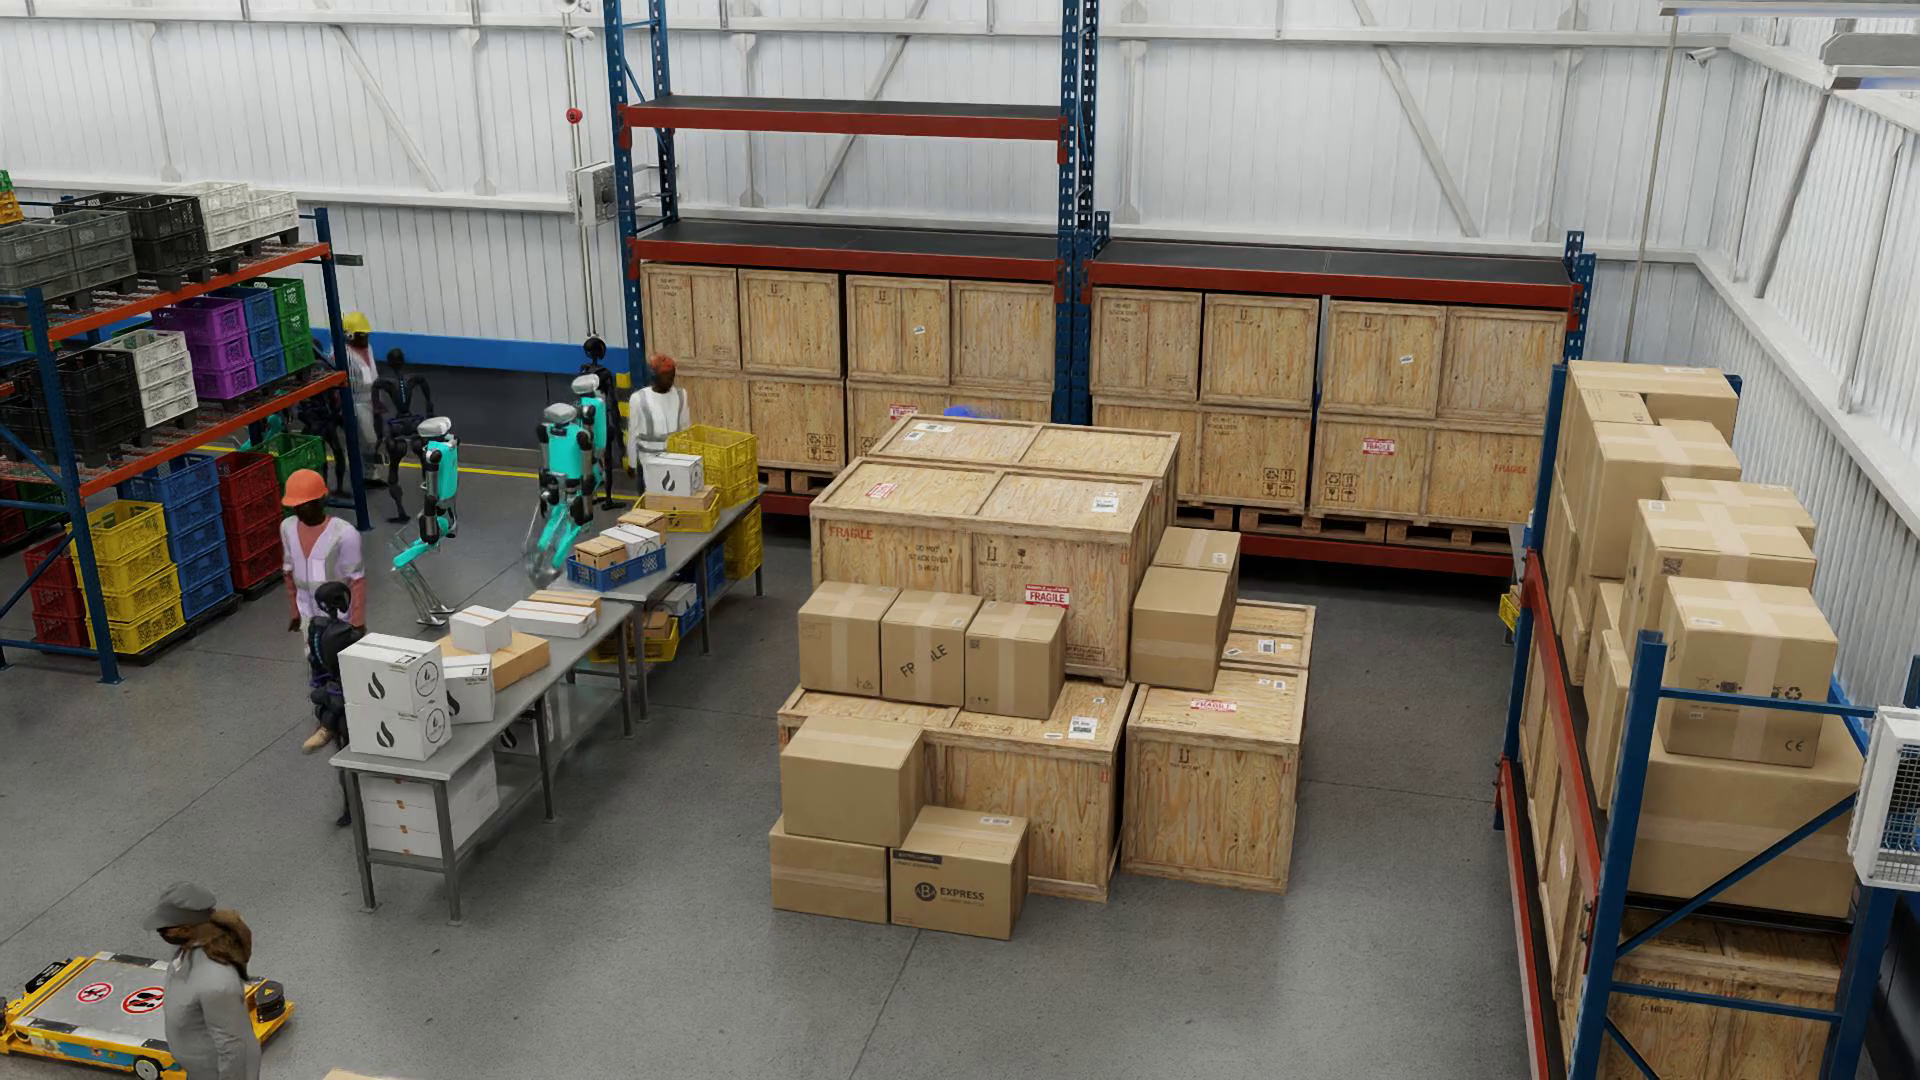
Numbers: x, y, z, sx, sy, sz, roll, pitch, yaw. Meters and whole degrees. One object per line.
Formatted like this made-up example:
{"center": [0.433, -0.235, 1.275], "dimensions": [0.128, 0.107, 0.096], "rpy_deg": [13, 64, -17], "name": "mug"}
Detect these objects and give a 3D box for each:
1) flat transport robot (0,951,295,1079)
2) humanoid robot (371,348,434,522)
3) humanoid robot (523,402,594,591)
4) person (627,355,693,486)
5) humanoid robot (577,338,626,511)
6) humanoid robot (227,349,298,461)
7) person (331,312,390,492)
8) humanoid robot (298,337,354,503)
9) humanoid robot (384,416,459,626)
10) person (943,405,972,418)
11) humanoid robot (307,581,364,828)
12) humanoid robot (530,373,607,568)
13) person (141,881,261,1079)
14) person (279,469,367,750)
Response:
{"center": [-4.270, 2.464, 8.601], "dimensions": [1.431, 0.231, 0.659], "rpy_deg": [5, 22, 13], "name": "flat transport robot"}
{"center": [-5.213, -0.991, 15.662], "dimensions": [0.609, 1.641, 0.379], "rpy_deg": [-13, 24, -30], "name": "humanoid robot"}
{"center": [-3.308, -0.168, 13.474], "dimensions": [0.531, 1.800, 0.752], "rpy_deg": [11, 23, 26], "name": "humanoid robot"}
{"center": [-2.625, -0.713, 14.669], "dimensions": [0.589, 1.866, 0.427], "rpy_deg": [-17, 27, -38], "name": "person"}
{"center": [-3.480, -1.131, 16.011], "dimensions": [0.599, 1.657, 0.314], "rpy_deg": [19, 28, 40], "name": "humanoid robot"}
{"center": [-6.780, -1.174, 16.030], "dimensions": [0.852, 1.738, 0.563], "rpy_deg": [6, 22, 16], "name": "humanoid robot"}
{"center": [-5.876, -1.349, 16.398], "dimensions": [0.444, 1.814, 0.611], "rpy_deg": [4, 21, 9], "name": "person"}
{"center": [-6.182, -1.153, 16.079], "dimensions": [0.307, 1.648, 0.612], "rpy_deg": [3, 21, 9], "name": "humanoid robot"}
{"center": [-4.318, -0.157, 13.253], "dimensions": [0.732, 1.693, 0.532], "rpy_deg": [1, 21, 3], "name": "humanoid robot"}
{"center": [0.071, -0.146, 13.156], "dimensions": [0.845, 1.891, 0.601], "rpy_deg": [-5, 22, -14], "name": "person"}
{"center": [-3.822, 1.016, 10.413], "dimensions": [0.612, 1.658, 0.386], "rpy_deg": [13, 24, 30], "name": "humanoid robot"}
{"center": [-3.471, -0.555, 14.507], "dimensions": [0.866, 1.826, 0.558], "rpy_deg": [0, 21, 0], "name": "humanoid robot"}
{"center": [-3.158, 2.226, 7.119], "dimensions": [0.397, 1.767, 0.574], "rpy_deg": [-14, 25, -33], "name": "person"}
{"center": [-4.312, 0.490, 11.283], "dimensions": [0.613, 2.040, 0.387], "rpy_deg": [6, 22, 15], "name": "person"}
